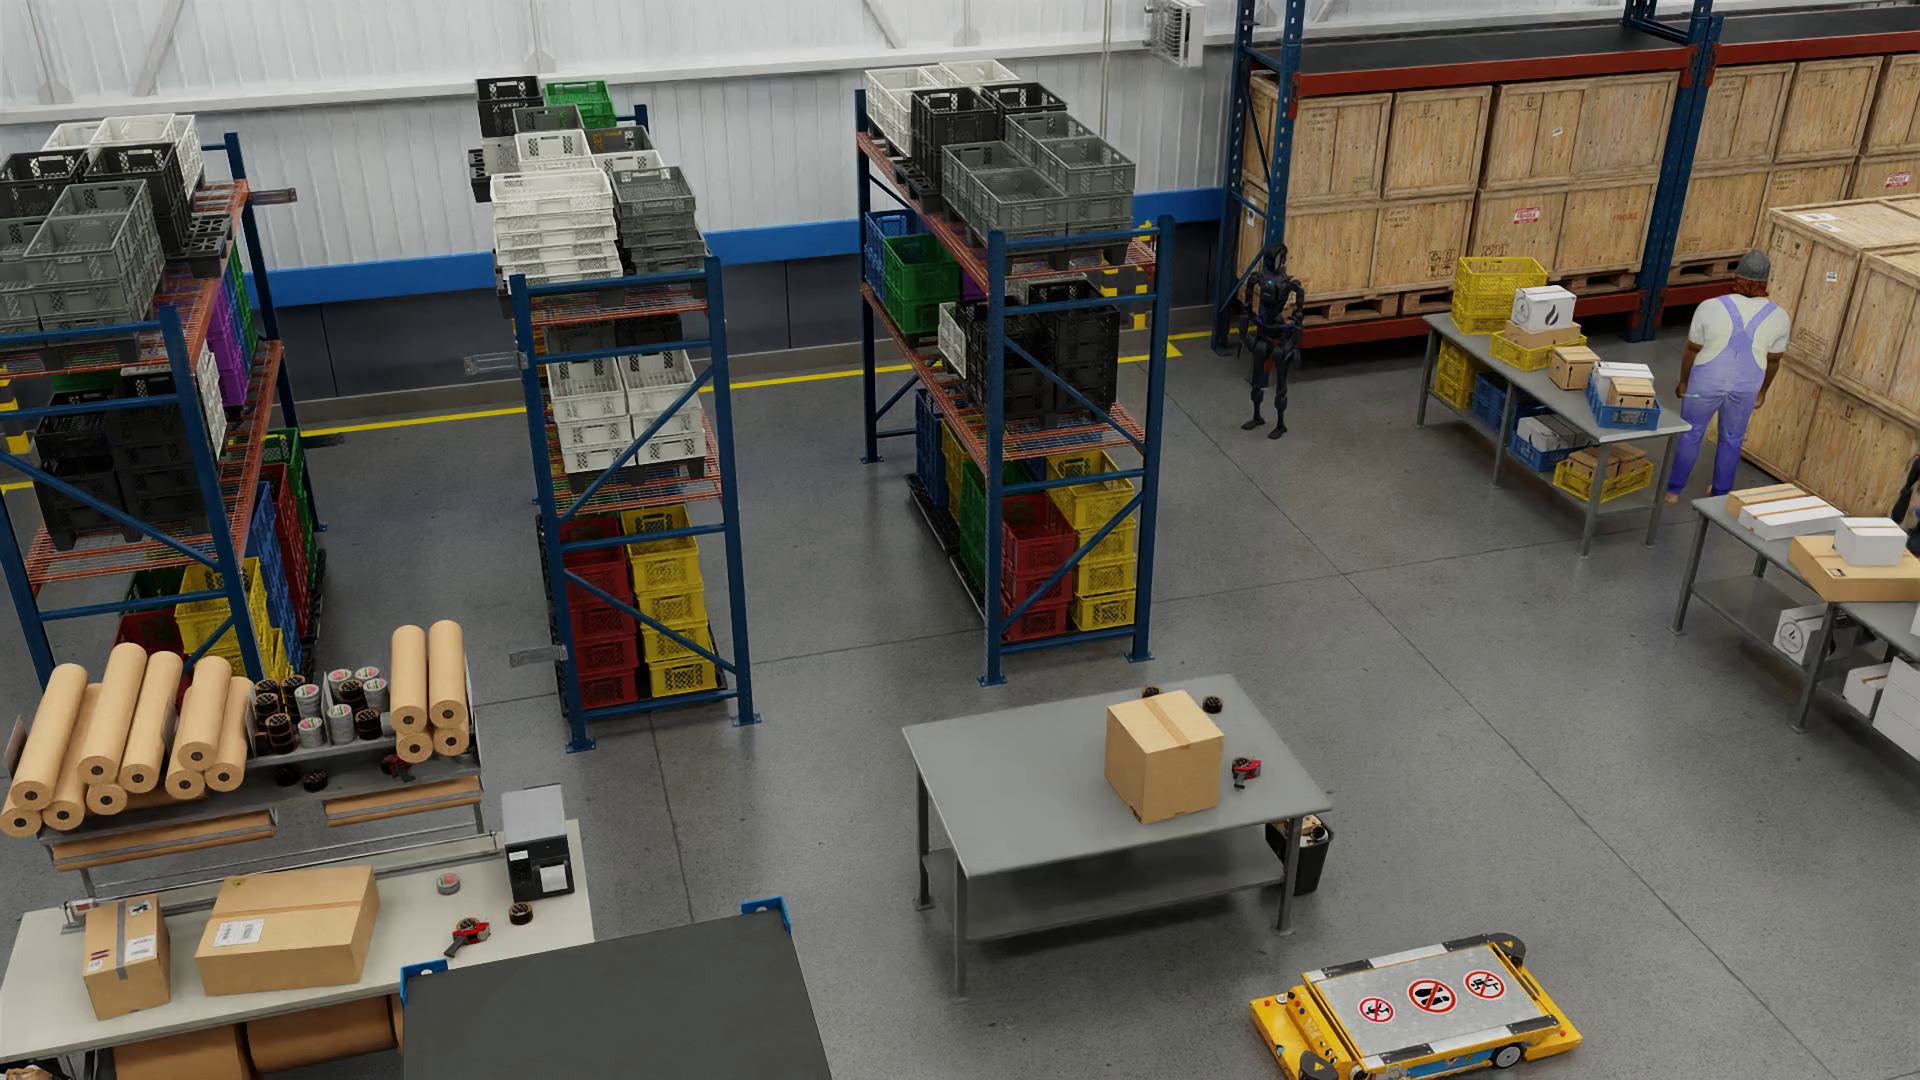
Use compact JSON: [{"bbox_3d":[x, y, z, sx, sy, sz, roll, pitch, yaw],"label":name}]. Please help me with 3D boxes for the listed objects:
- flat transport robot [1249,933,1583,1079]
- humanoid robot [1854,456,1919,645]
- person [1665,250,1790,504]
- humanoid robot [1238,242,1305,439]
[{"bbox_3d":[2.184,2.282,7.980,1.431,0.197,0.652,-8,30,-14],"label":"flat transport robot"},{"bbox_3d":[6.302,-0.004,10.782,0.758,1.616,0.668,-13,31,-22],"label":"humanoid robot"},{"bbox_3d":[5.766,-1.219,12.543,0.679,2.000,0.536,7,30,12],"label":"person"},{"bbox_3d":[2.569,-1.648,13.695,0.593,1.649,0.322,21,35,33],"label":"humanoid robot"}]
